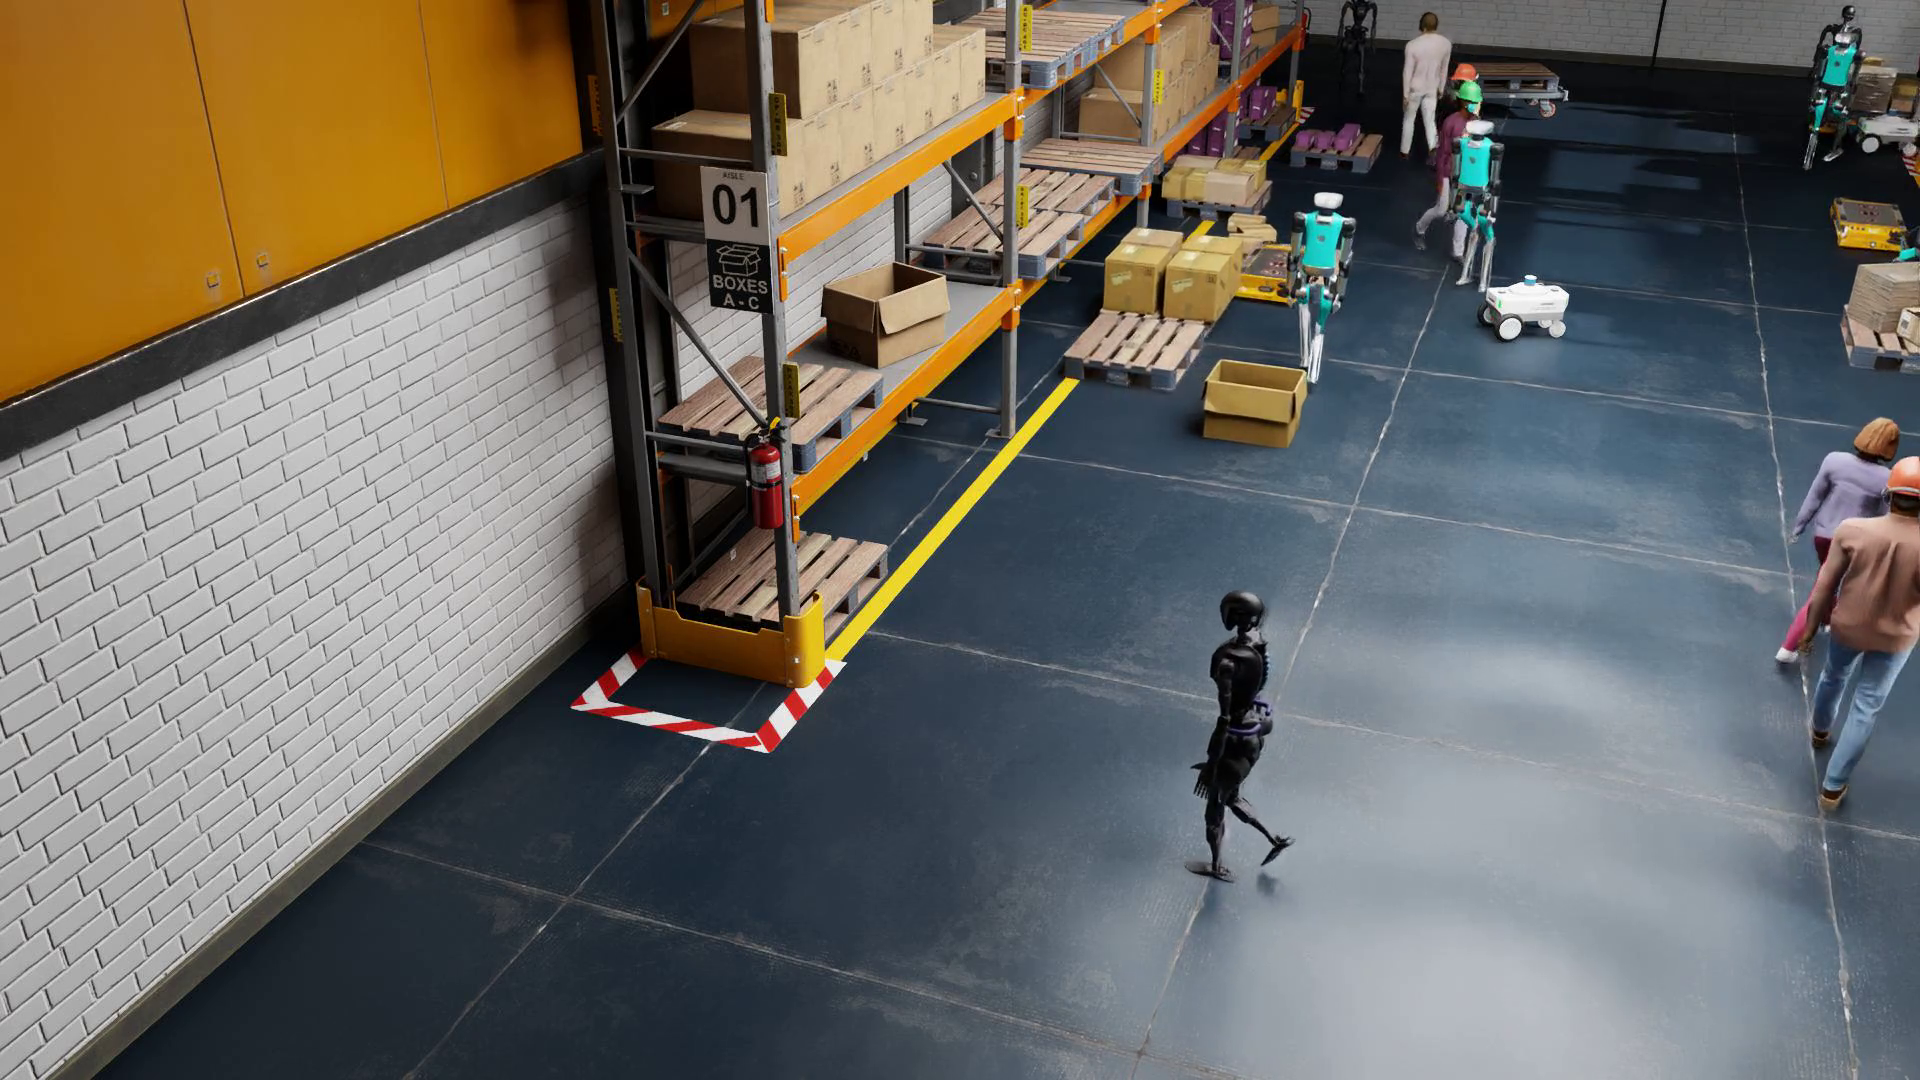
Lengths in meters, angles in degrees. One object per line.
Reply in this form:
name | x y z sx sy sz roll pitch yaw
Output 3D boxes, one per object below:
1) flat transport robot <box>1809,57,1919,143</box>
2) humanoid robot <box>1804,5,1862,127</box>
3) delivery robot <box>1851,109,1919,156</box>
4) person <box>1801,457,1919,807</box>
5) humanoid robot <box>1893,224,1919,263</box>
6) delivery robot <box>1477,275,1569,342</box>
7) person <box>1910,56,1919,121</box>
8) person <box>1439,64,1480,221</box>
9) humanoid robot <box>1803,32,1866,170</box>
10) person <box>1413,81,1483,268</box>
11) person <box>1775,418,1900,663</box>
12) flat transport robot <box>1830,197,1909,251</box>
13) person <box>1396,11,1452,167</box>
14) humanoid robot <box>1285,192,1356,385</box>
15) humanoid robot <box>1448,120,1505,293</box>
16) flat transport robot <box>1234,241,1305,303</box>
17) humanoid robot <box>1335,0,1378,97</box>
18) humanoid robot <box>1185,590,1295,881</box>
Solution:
flat transport robot | 12.430 -5.656 22.722 1.431 0.231 0.659 15 31 27
humanoid robot | 11.926 -6.461 22.759 0.601 1.638 0.413 21 34 35
delivery robot | 12.159 -5.354 21.796 0.747 0.570 0.499 7 28 12
person | 5.003 0.440 9.071 0.642 1.946 0.994 19 33 32
humanoid robot | 9.210 -2.894 15.744 0.579 1.722 0.925 1 27 2
delivery robot | 5.328 -2.198 15.697 0.782 0.589 0.499 -3 27 -5
person | 13.140 -6.286 22.236 0.621 1.837 0.431 13 30 23
person | 5.637 -4.518 18.893 0.329 1.750 0.571 -4 28 -7
humanoid robot | 11.081 -5.554 21.004 0.555 1.770 1.023 21 34 35
person | 5.176 -3.886 17.500 0.501 1.913 0.864 -10 29 -18
person | 5.456 -0.002 10.322 0.895 1.573 0.524 -16 31 -28
flat transport robot | 10.151 -3.529 18.596 0.659 0.231 1.431 10 29 19
person | 5.856 -5.677 20.980 0.633 1.914 0.887 -3 27 -6
humanoid robot | 3.101 -2.208 14.418 0.546 1.741 0.945 8 28 14
humanoid robot | 5.198 -3.367 16.638 0.531 1.734 0.755 20 34 34
flat transport robot | 3.267 -2.755 17.094 0.659 0.231 1.431 10 29 19
humanoid robot | 5.883 -7.435 24.692 0.597 1.620 0.817 1 27 1
humanoid robot | 1.422 1.015 8.257 0.469 1.643 0.608 13 30 24
